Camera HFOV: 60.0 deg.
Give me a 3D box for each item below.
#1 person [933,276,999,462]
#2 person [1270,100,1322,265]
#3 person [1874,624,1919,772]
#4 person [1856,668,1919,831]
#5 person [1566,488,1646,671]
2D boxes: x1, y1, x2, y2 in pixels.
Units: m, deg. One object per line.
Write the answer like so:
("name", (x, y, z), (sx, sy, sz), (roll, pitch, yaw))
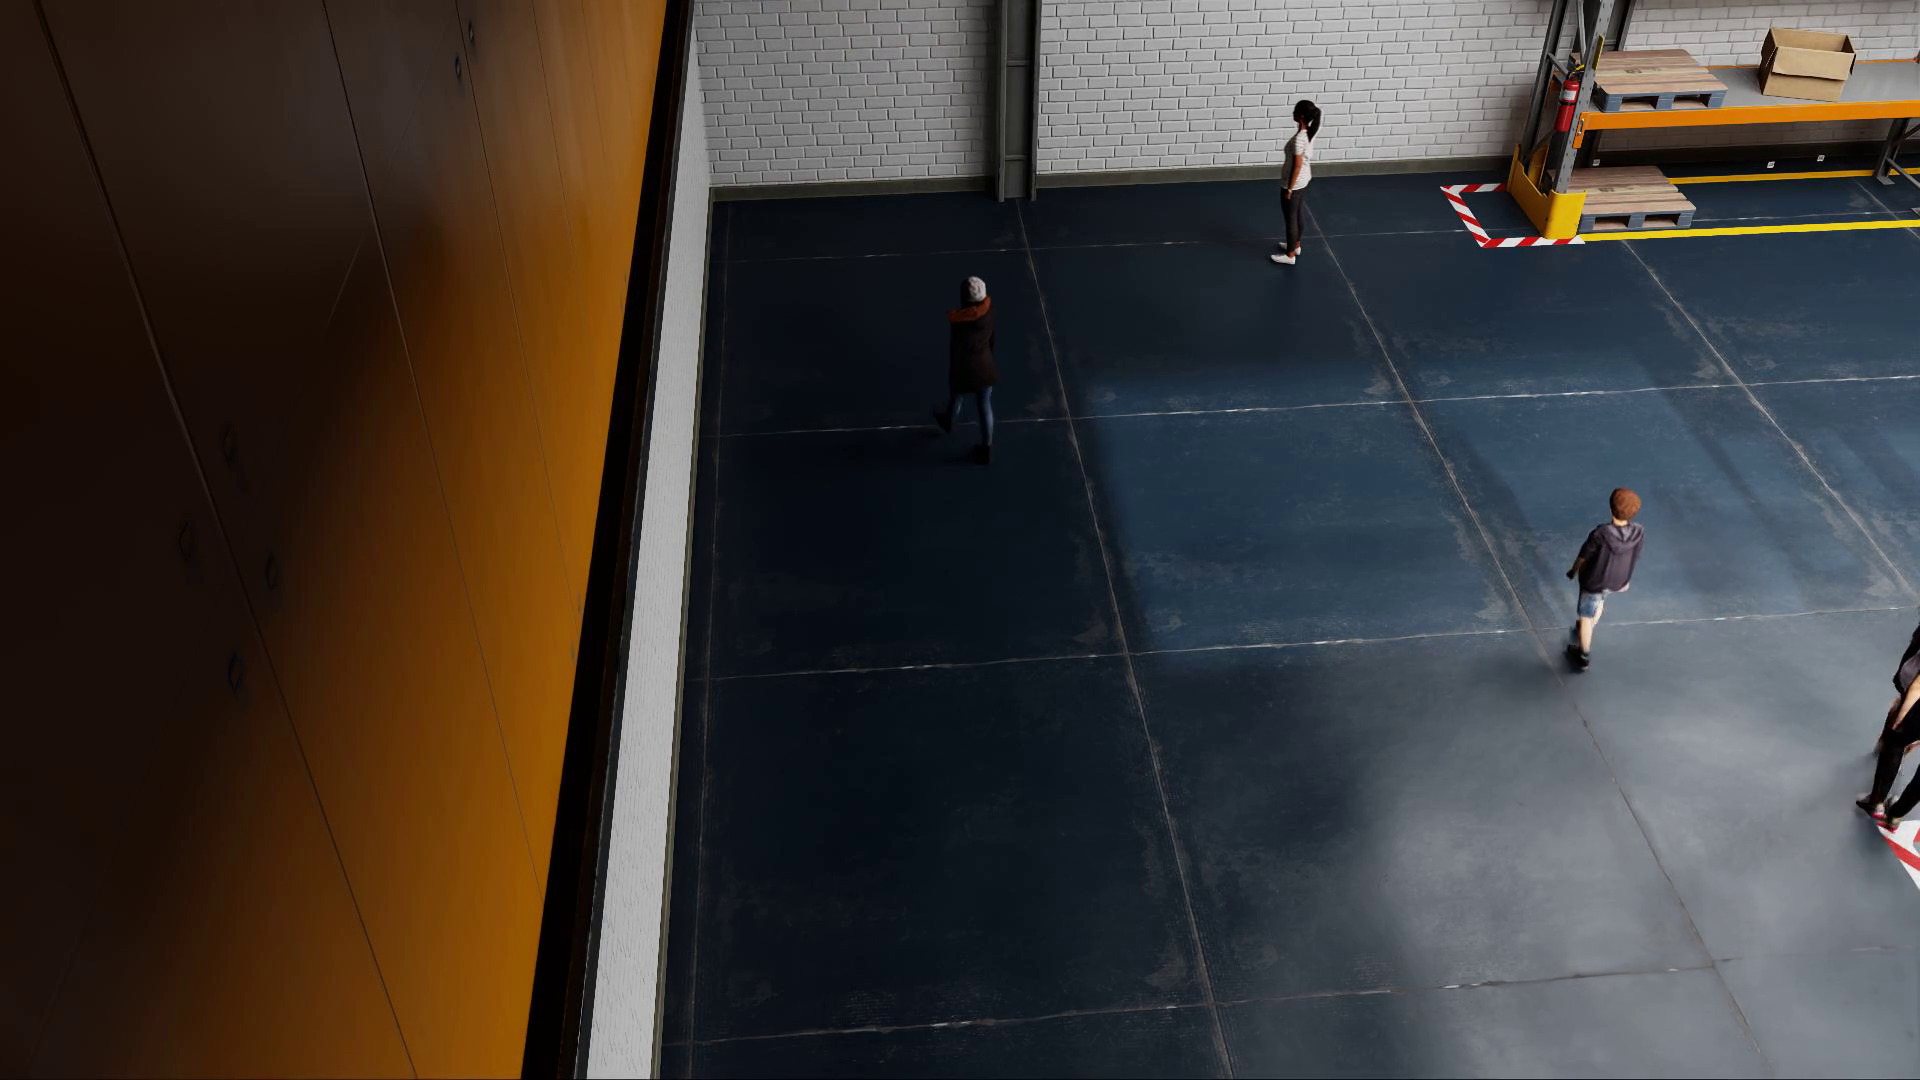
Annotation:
("person", (0.144, -1.337, 13.361), (0.997, 1.606, 0.931), (-20, 43, -23))
("person", (3.231, -3.444, 15.968), (0.677, 1.646, 0.655), (18, 42, 21))
("person", (6.125, 0.927, 10.570), (0.688, 1.551, 0.660), (-19, 42, -22))
("person", (5.962, 1.160, 10.115), (0.714, 1.754, 0.817), (15, 41, 18))
("person", (4.443, 0.301, 11.448), (0.628, 1.433, 0.607), (-5, 39, -7))
